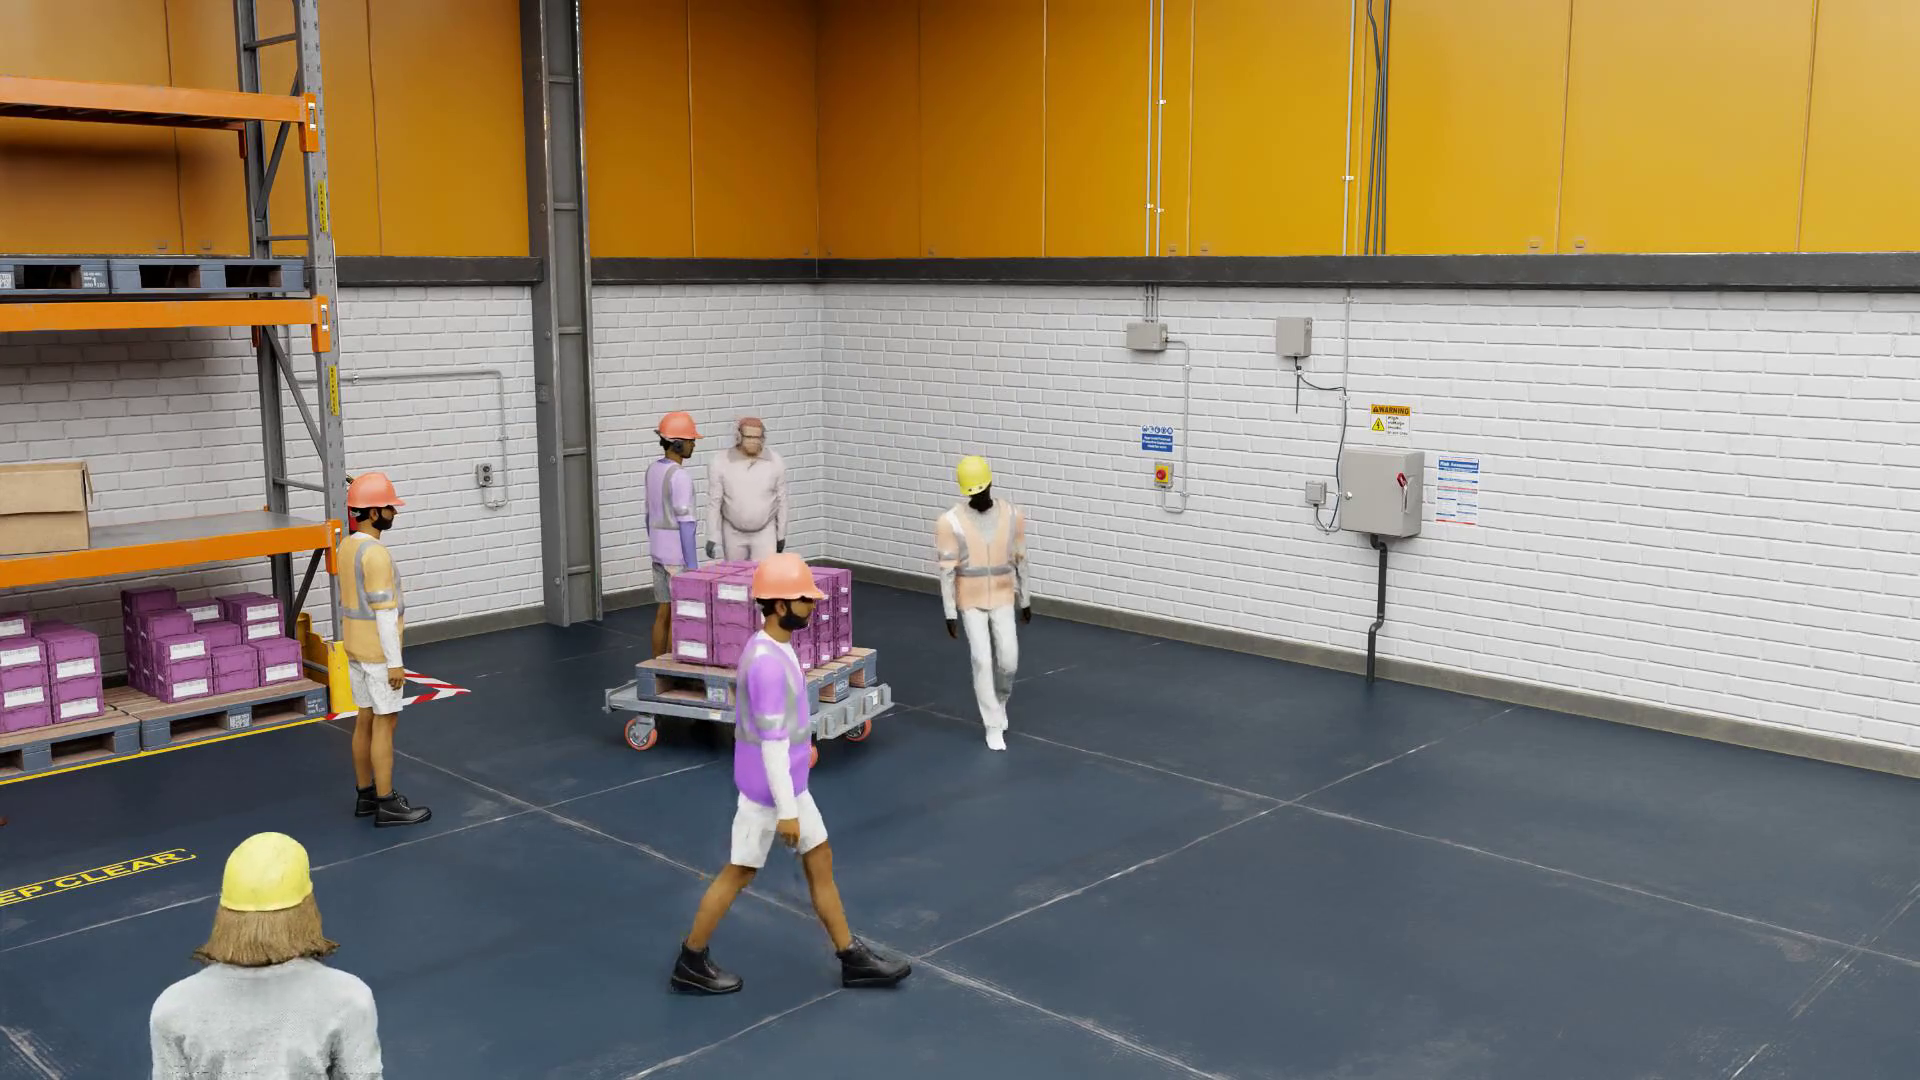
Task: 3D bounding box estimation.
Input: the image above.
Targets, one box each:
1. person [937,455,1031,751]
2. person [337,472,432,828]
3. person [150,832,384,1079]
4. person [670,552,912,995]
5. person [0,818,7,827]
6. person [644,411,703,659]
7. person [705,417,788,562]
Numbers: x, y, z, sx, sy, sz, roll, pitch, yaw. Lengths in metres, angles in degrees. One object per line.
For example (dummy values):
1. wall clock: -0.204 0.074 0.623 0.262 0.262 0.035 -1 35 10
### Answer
1. person: 0.158 0.385 10.563 0.635 1.883 0.504 -2 10 -13
2. person: -3.173 0.596 9.087 0.356 1.938 0.543 -8 12 -40
3. person: -1.621 1.533 3.983 0.517 1.723 0.573 -2 9 -13
4. person: -0.746 0.984 6.869 1.022 1.886 0.562 0 9 1
5. person: -5.391 0.688 8.671 0.654 1.887 0.588 9 13 44
6. person: -1.988 0.109 11.752 0.391 2.040 0.615 -6 11 -33
7. person: -1.675 -0.025 13.092 0.662 1.869 0.834 -1 9 -8
